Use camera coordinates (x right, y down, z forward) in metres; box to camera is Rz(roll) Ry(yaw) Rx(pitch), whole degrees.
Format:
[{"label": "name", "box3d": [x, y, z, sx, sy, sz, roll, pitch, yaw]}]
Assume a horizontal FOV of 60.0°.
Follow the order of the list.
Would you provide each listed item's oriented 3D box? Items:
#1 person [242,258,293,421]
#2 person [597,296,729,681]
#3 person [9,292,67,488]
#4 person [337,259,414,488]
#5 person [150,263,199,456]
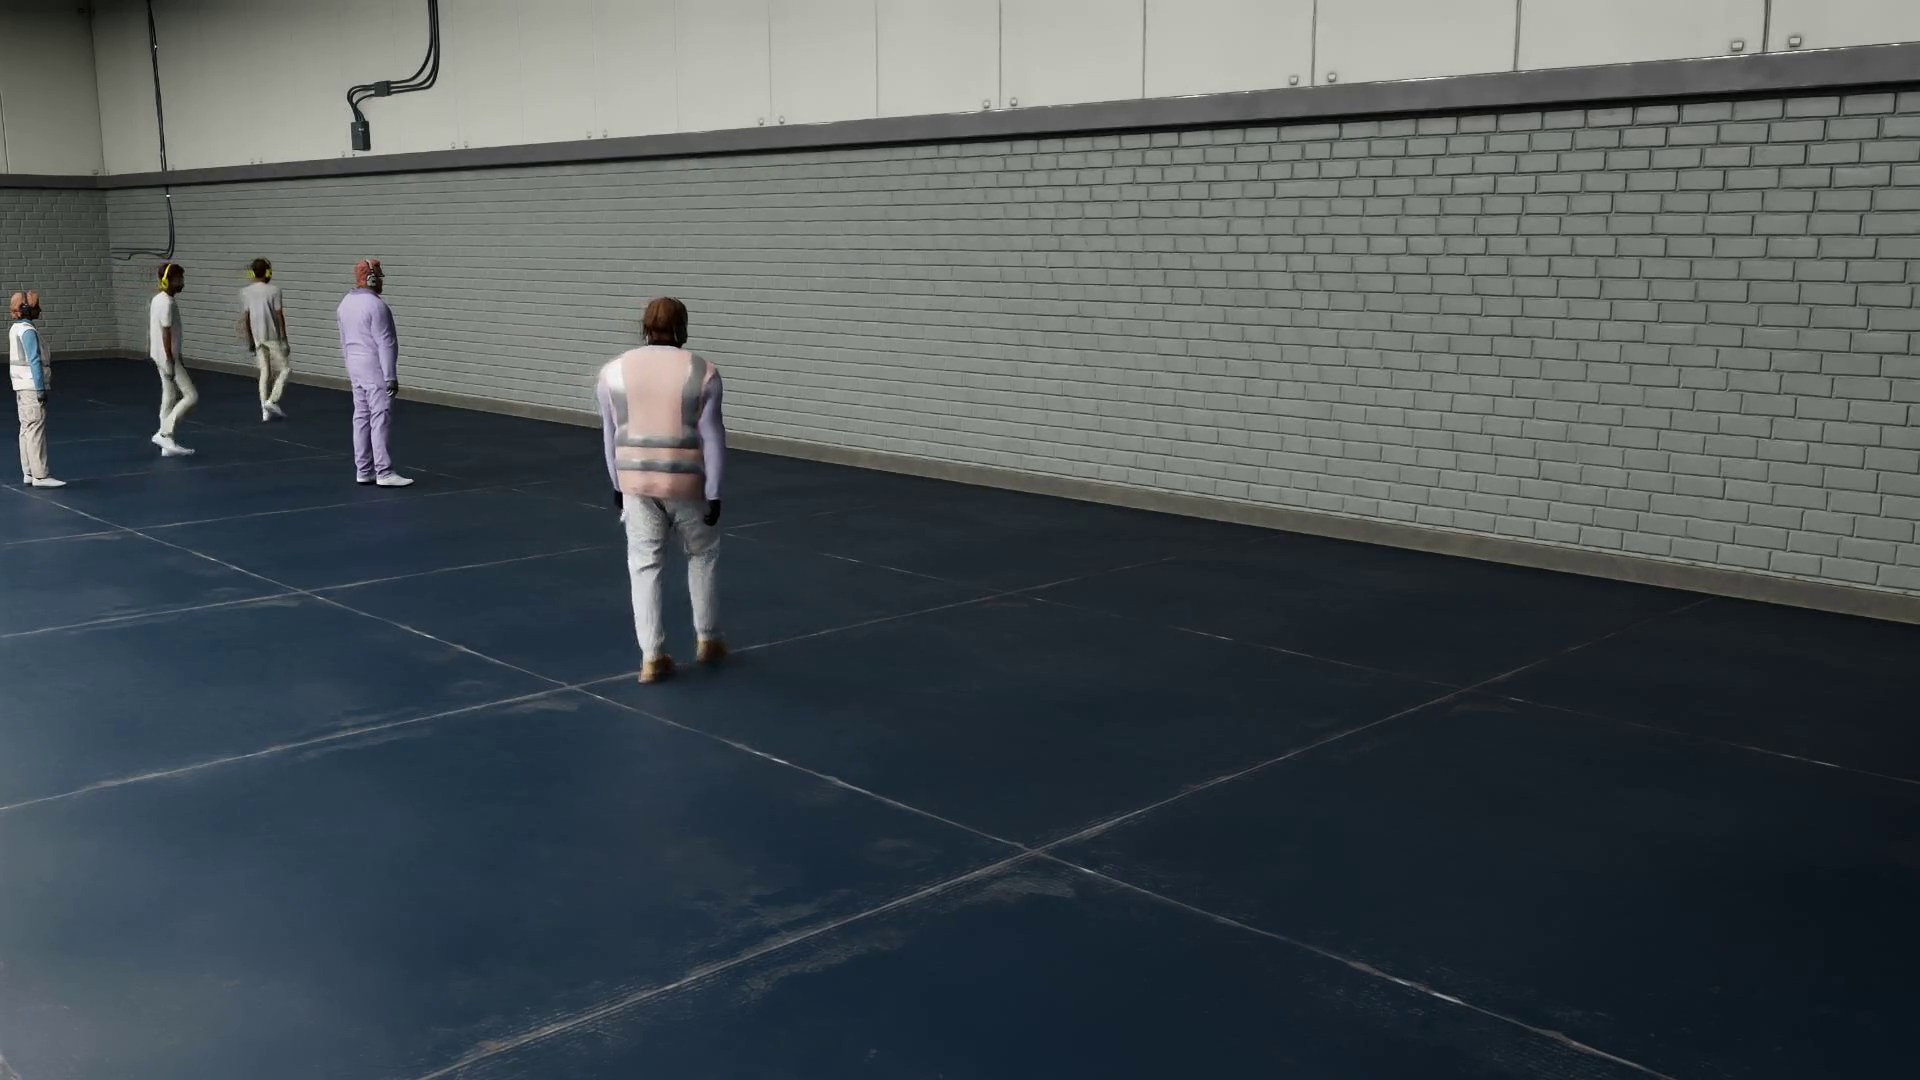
[{"label": "person", "box3d": [-7.903, -2.291, 19.026, 0.546, 1.855, 0.396, 2, 11, 11]}, {"label": "person", "box3d": [-1.408, -0.270, 8.126, 0.630, 1.818, 0.762, 1, 10, 4]}, {"label": "person", "box3d": [-7.807, -1.261, 14.000, 0.307, 1.640, 0.521, -9, 14, -41]}, {"label": "person", "box3d": [-4.939, -1.404, 14.049, 0.651, 1.907, 0.409, 8, 13, 39]}, {"label": "person", "box3d": [-7.544, -1.721, 15.932, 0.391, 1.847, 0.555, -8, 13, -39]}]
